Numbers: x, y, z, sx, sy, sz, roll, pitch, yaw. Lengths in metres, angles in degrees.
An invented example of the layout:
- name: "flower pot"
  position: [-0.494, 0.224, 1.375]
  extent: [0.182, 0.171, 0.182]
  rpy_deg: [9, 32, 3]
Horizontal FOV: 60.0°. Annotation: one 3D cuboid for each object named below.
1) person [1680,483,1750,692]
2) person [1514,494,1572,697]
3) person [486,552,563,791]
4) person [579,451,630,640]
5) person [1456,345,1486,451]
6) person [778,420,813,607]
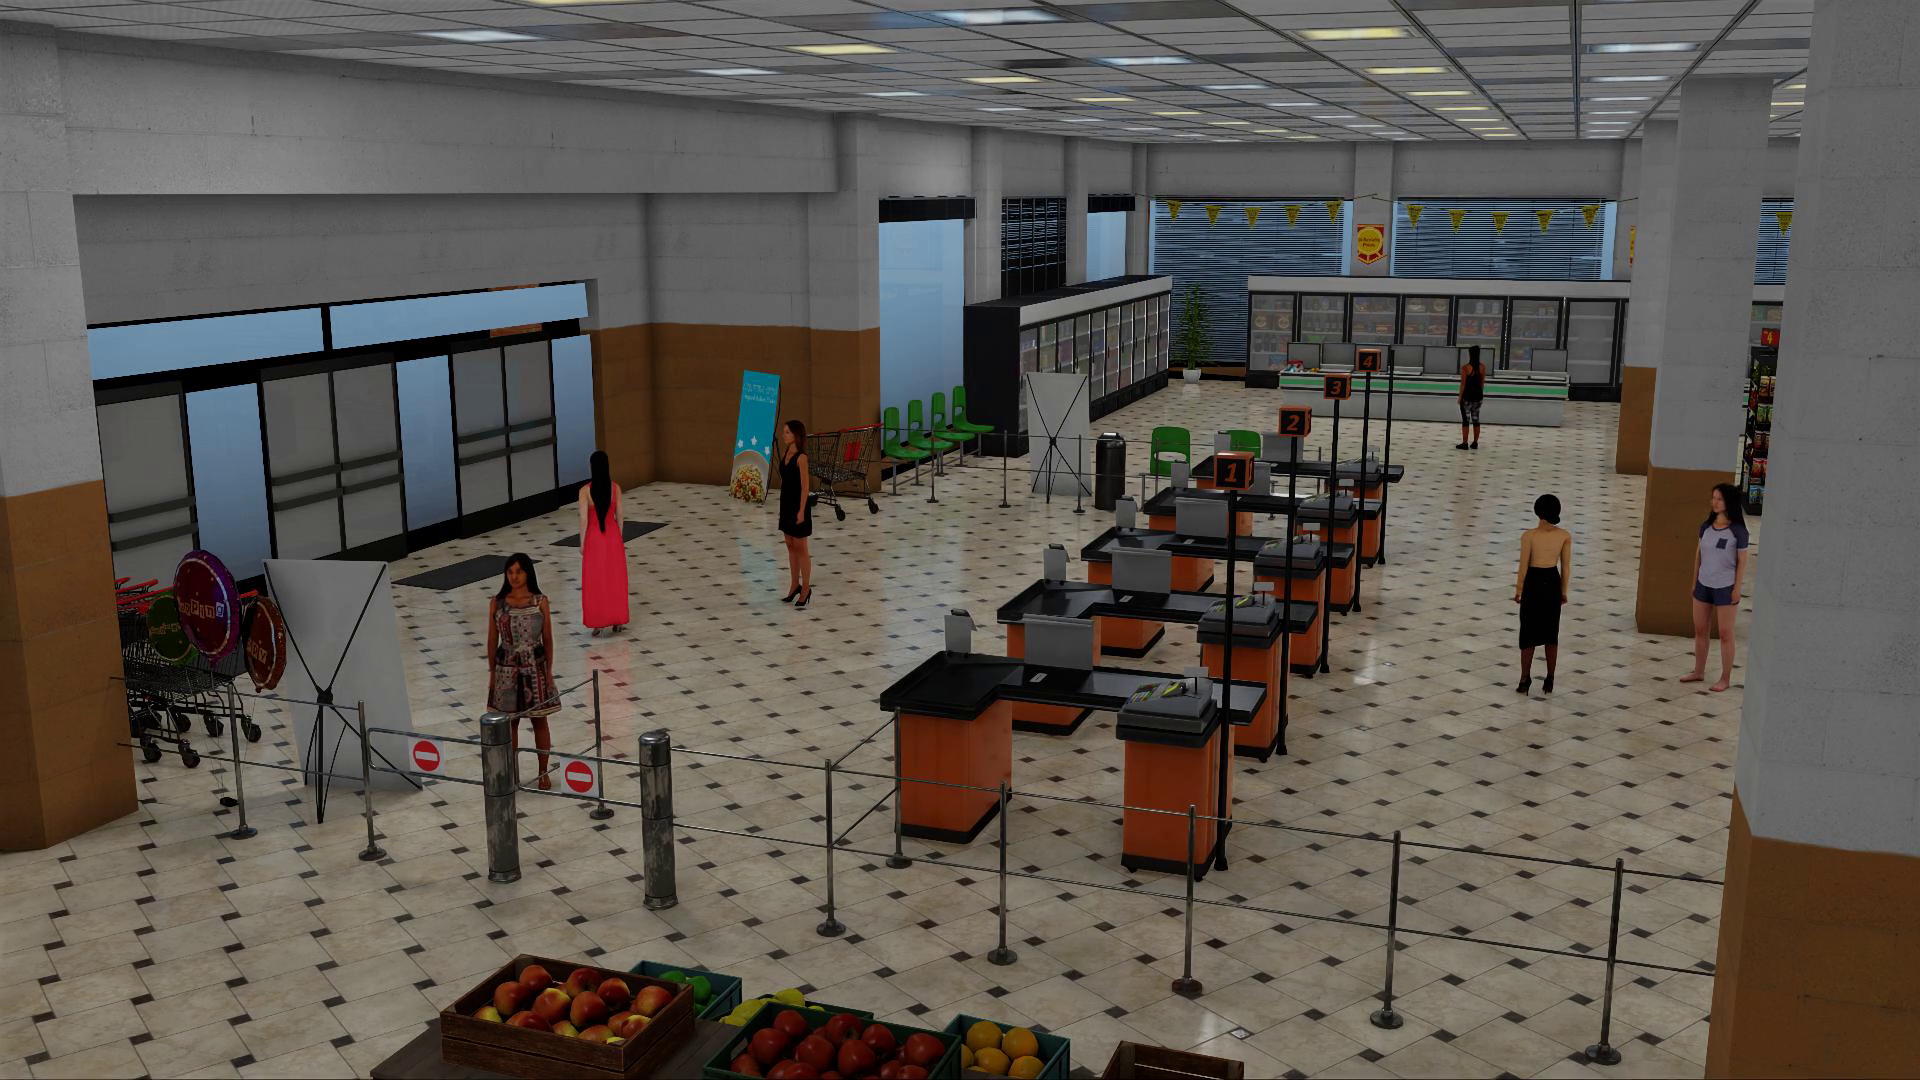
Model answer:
- name: "person"
  position: [6.218, 0.374, 13.630]
  extent: [0.727, 1.706, 0.655]
  rpy_deg: [-6, 14, -28]
- name: "person"
  position: [4.699, 0.439, 13.448]
  extent: [0.579, 1.653, 0.705]
  rpy_deg: [0, 12, 0]
- name: "person"
  position: [-2.978, 0.889, 11.330]
  extent: [0.641, 1.645, 0.784]
  rpy_deg: [-2, 12, -7]
- name: "person"
  position: [-3.259, 0.036, 15.183]
  extent: [0.713, 1.727, 0.748]
  rpy_deg: [-8, 14, -33]
- name: "person"
  position: [8.078, -2.260, 26.249]
  extent: [0.626, 1.661, 0.713]
  rpy_deg: [-4, 12, -17]
- name: "person"
  position: [-1.617, -0.267, 16.358]
  extent: [0.722, 1.835, 0.626]
  rpy_deg: [-9, 15, -36]
